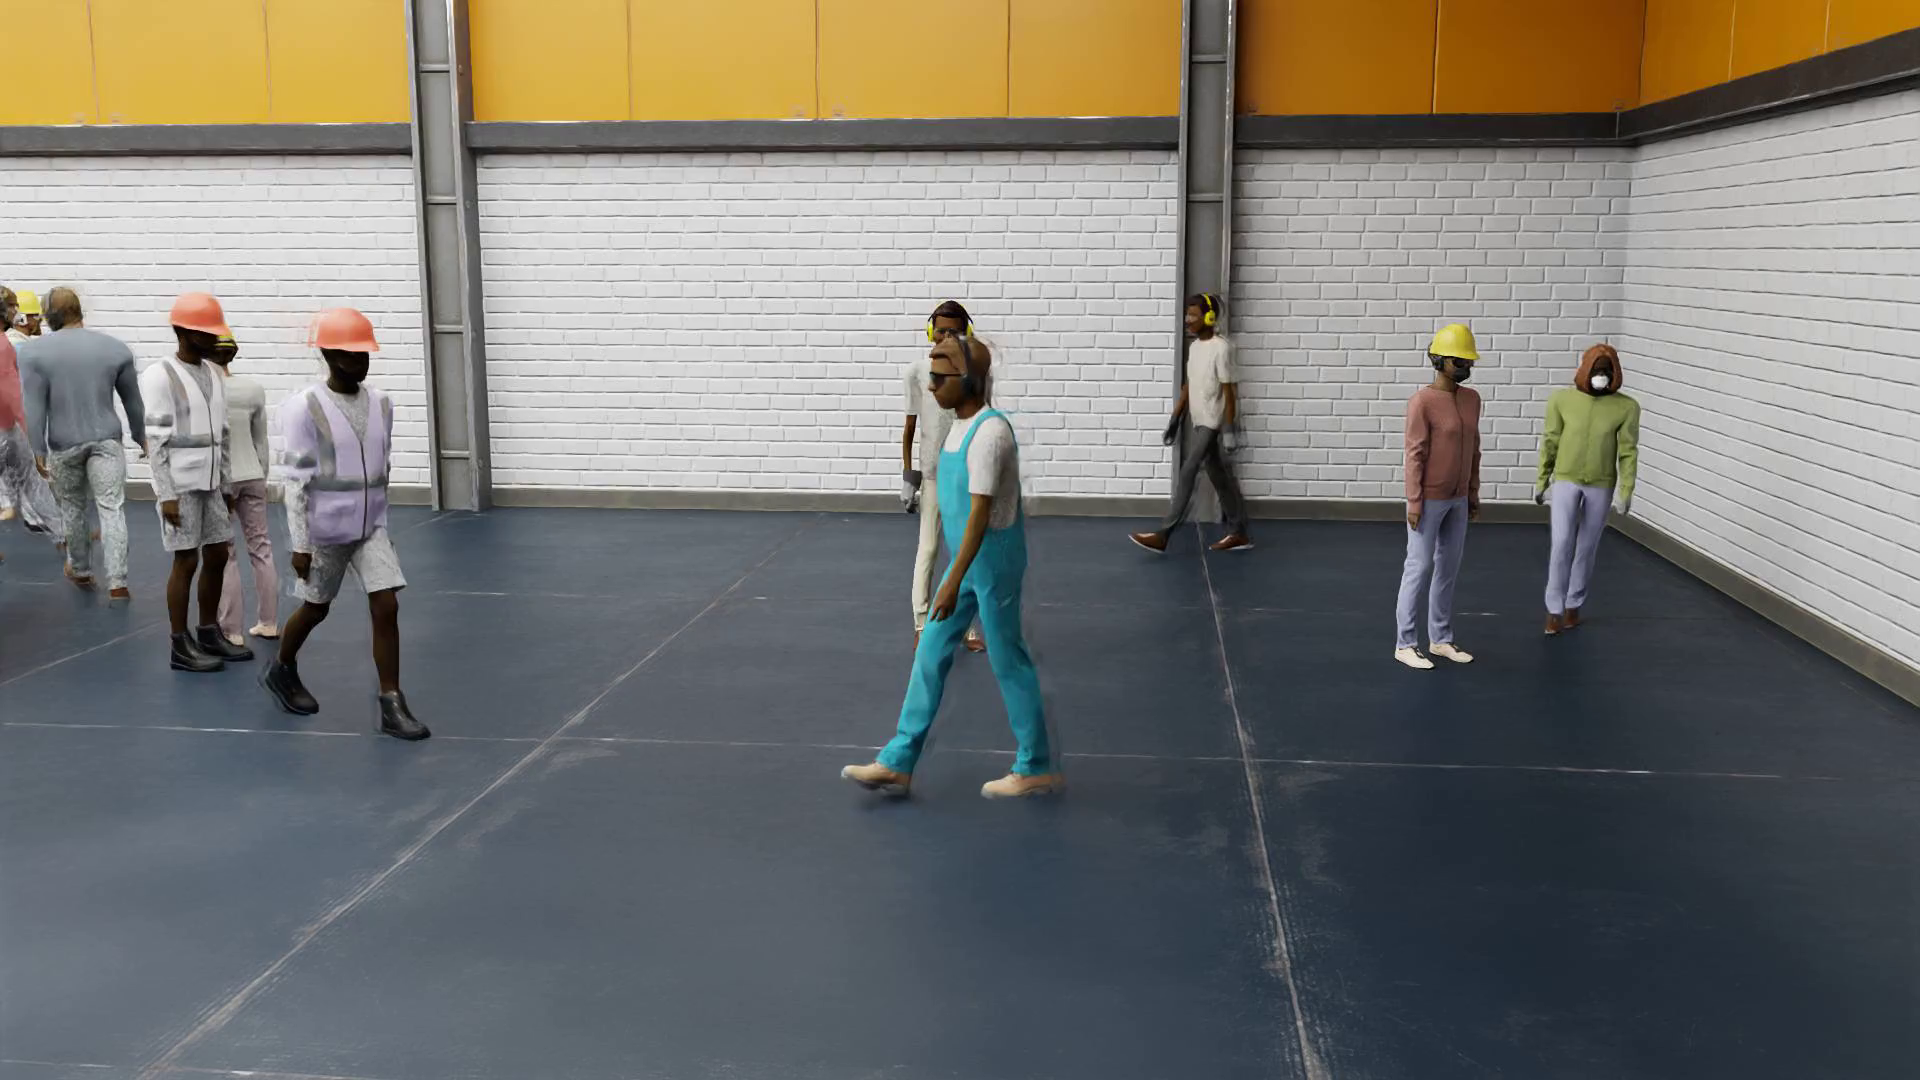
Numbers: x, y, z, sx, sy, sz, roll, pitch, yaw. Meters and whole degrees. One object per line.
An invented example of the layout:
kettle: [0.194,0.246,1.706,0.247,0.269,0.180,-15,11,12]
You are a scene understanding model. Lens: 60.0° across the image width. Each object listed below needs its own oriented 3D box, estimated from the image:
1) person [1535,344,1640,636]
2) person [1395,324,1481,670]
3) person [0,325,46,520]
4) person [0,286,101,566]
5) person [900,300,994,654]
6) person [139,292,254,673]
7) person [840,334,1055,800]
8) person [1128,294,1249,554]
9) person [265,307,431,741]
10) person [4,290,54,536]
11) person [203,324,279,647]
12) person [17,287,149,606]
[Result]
person: [3.456,-0.271,9.172,0.518,1.602,0.677,3,10,15]
person: [2.460,-0.216,8.464,0.519,1.757,0.339,-7,12,-36]
person: [-7.396,-1.024,12.958,0.632,1.842,0.616,-4,11,-21]
person: [-6.354,-0.765,11.216,1.021,1.883,0.649,-5,11,-27]
person: [-0.052,-0.324,8.772,0.534,1.865,0.311,-3,10,-17]
person: [-3.835,-0.285,8.403,0.439,1.912,0.559,2,10,12]
person: [-0.045,0.135,6.314,0.921,1.803,0.514,-4,11,-21]
person: [1.641,-0.797,11.617,0.995,1.817,0.509,-3,10,-14]
person: [-2.775,-0.084,7.344,0.979,1.898,0.553,7,12,34]
person: [-6.942,-0.949,12.446,0.404,1.832,0.593,-6,12,-32]
person: [-3.931,-0.298,8.902,0.331,1.767,0.527,5,11,29]
person: [-5.309,-0.581,10.137,0.714,1.891,0.977,-7,12,-33]
